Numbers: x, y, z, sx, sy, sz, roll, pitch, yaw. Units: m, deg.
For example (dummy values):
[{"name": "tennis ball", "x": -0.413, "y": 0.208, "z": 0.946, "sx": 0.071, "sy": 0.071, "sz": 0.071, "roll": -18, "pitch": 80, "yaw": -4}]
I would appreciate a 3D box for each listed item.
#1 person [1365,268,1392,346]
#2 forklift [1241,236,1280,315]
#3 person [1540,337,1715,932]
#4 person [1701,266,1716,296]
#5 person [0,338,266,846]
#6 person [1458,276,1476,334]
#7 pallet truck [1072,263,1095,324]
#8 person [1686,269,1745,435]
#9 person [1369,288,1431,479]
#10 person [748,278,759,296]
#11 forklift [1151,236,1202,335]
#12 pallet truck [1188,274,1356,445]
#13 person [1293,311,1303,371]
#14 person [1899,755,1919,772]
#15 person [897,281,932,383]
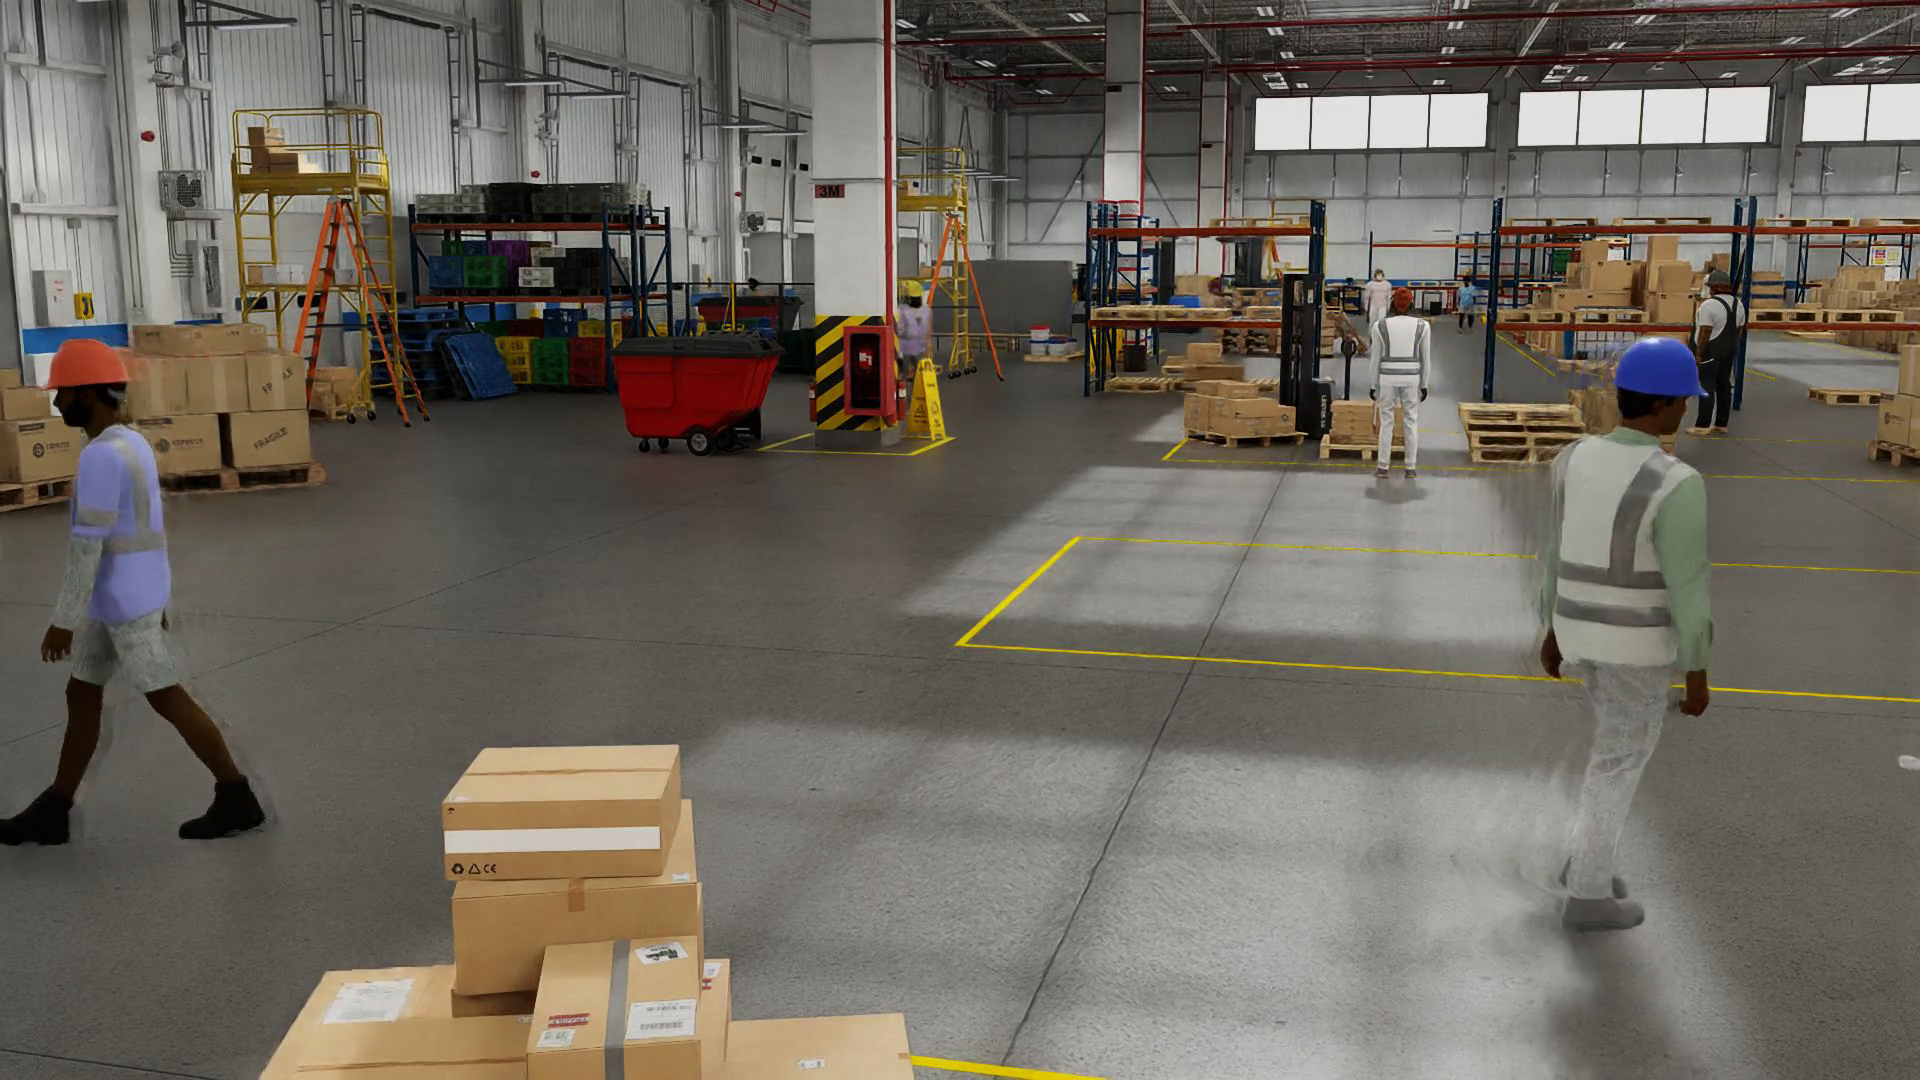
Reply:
[{"name": "person", "x": 10.231, "y": -5.679, "z": 40.676, "sx": 0.629, "sy": 1.925, "sz": 0.434, "roll": 1, "pitch": 10, "yaw": 7}, {"name": "forklift", "x": 8.937, "y": -7.892, "z": 50.871, "sx": 1.873, "sy": 2.768, "sz": 1.129, "roll": -2, "pitch": 10, "yaw": -12}, {"name": "person", "x": 2.166, "y": 0.318, "z": 5.331, "sx": 0.524, "sy": 1.925, "sz": 0.635, "roll": -3, "pitch": 10, "yaw": -18}, {"name": "person", "x": 22.856, "y": -7.404, "z": 50.822, "sx": 0.374, "sy": 1.932, "sz": 0.623, "roll": 5, "pitch": 11, "yaw": 25}, {"name": "person", "x": -3.093, "y": 0.213, "z": 6.091, "sx": 0.985, "sy": 1.891, "sz": 0.565, "roll": -4, "pitch": 10, "yaw": -20}, {"name": "person", "x": 14.558, "y": -6.754, "z": 47.753, "sx": 0.535, "sy": 1.662, "sz": 0.833, "roll": 5, "pitch": 11, "yaw": 26}, {"name": "pallet truck", "x": 4.325, "y": -8.180, "z": 55.162, "sx": 0.823, "sy": 1.965, "sz": 1.885, "roll": 6, "pitch": 11, "yaw": 31}, {"name": "person", "x": 9.262, "y": -2.315, "z": 20.505, "sx": 0.690, "sy": 2.000, "sz": 0.538, "roll": -5, "pitch": 11, "yaw": -26}, {"name": "person", "x": 4.327, "y": -1.537, "z": 16.387, "sx": 0.577, "sy": 1.883, "sz": 0.353, "roll": 1, "pitch": 10, "yaw": 8}, {"name": "person", "x": -4.960, "y": -5.483, "z": 40.203, "sx": 0.405, "sy": 1.686, "sz": 0.538, "roll": -4, "pitch": 10, "yaw": -22}, {"name": "forklift", "x": 5.870, "y": -7.214, "z": 46.880, "sx": 1.873, "sy": 2.768, "sz": 1.129, "roll": 2, "pitch": 10, "yaw": 14}, {"name": "pallet truck", "x": 3.653, "y": -2.138, "z": 19.590, "sx": 1.885, "sy": 1.965, "sz": 0.823, "roll": -4, "pitch": 10, "yaw": -20}, {"name": "person", "x": 6.616, "y": -4.103, "z": 31.937, "sx": 0.325, "sy": 1.736, "sz": 0.487, "roll": 6, "pitch": 11, "yaw": 32}, {"name": "person", "x": 4.208, "y": 0.130, "z": 6.568, "sx": 0.593, "sy": 1.887, "sz": 0.876, "roll": -5, "pitch": 11, "yaw": -29}, {"name": "person", "x": -0.626, "y": -2.500, "z": 22.127, "sx": 0.629, "sy": 1.869, "sz": 1.018, "roll": -6, "pitch": 11, "yaw": -32}]
